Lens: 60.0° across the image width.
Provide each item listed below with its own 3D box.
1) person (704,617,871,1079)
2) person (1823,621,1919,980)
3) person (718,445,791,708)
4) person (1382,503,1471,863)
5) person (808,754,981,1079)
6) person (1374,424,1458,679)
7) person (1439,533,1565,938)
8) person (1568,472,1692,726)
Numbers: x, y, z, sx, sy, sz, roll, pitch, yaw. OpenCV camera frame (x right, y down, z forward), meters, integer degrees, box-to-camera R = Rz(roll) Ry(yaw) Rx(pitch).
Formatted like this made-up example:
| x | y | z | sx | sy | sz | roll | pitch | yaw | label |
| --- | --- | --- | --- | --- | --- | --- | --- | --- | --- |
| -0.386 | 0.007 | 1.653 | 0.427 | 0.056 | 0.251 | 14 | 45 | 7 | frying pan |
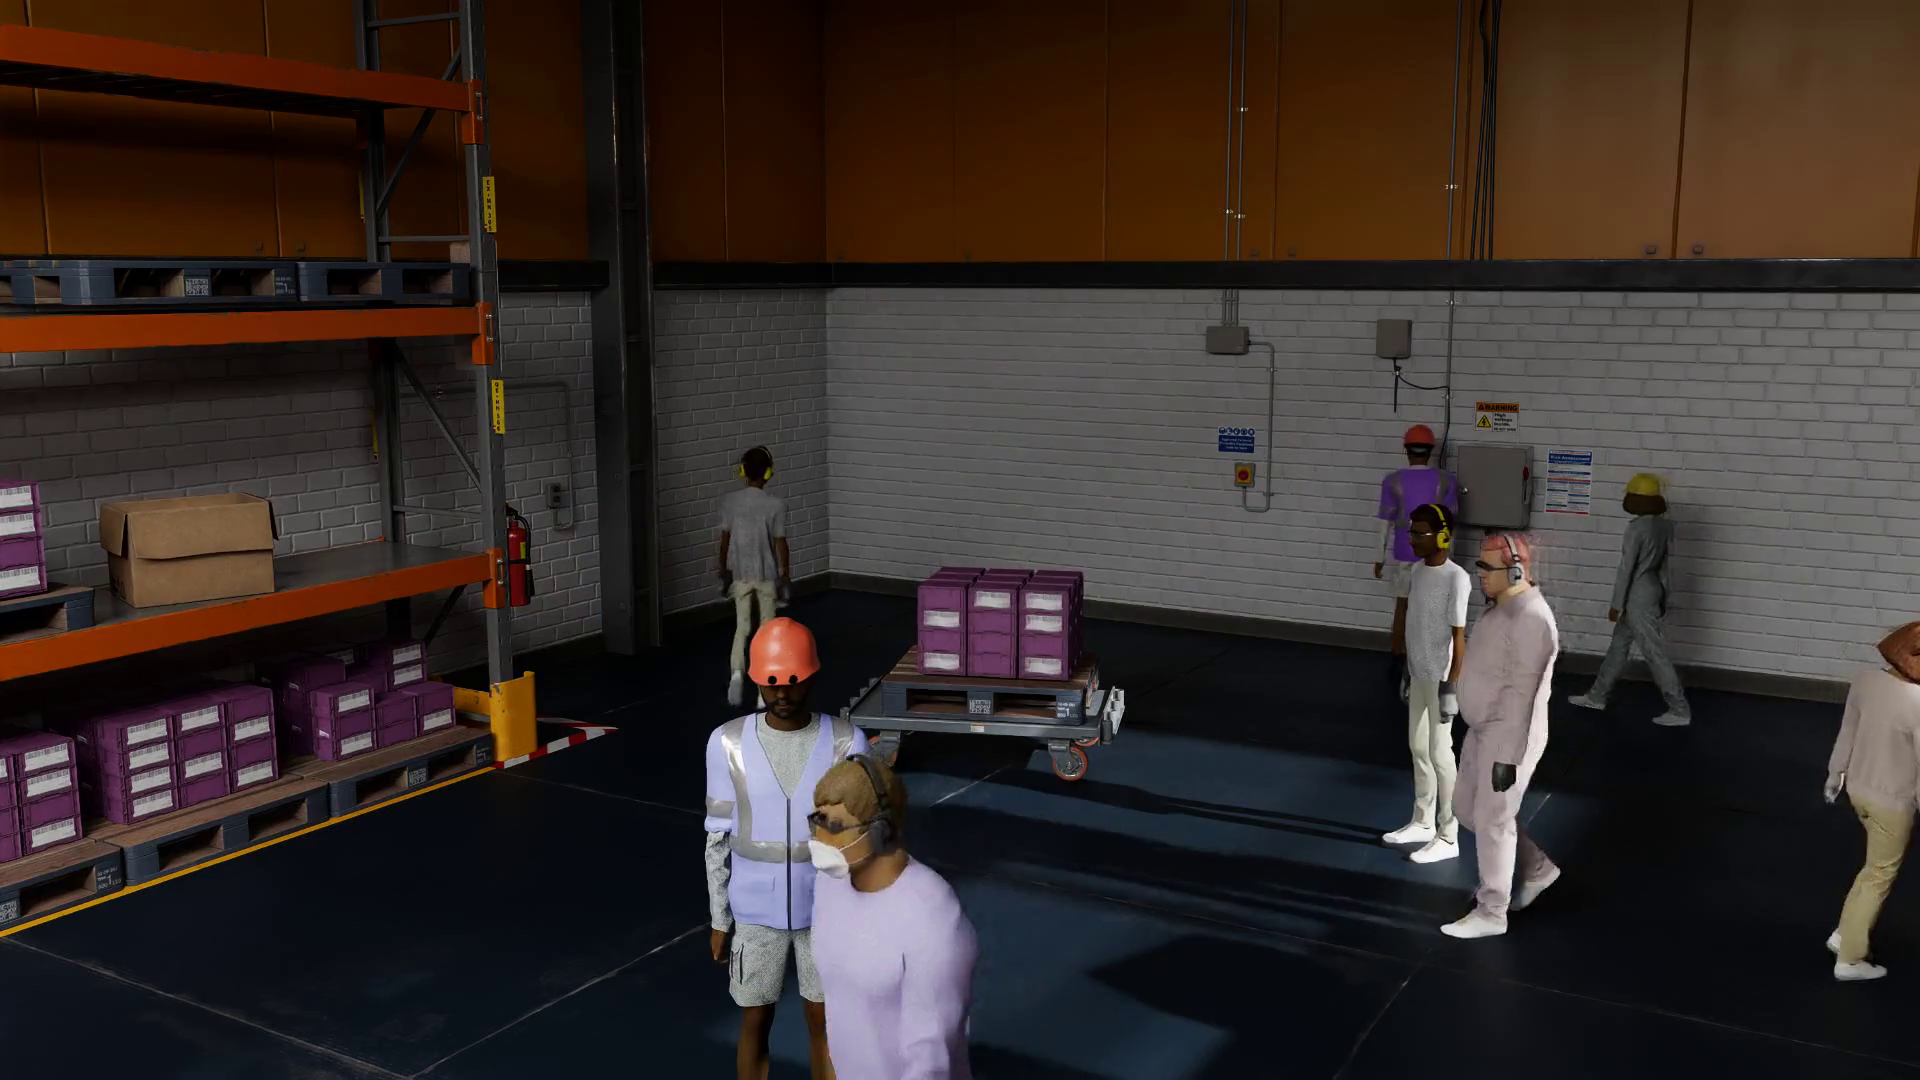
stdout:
| x | y | z | sx | sy | sz | roll | pitch | yaw | label |
| --- | --- | --- | --- | --- | --- | --- | --- | --- | --- |
| -0.557 | 1.201 | 5.446 | 0.545 | 1.938 | 0.361 | -1 | 9 | -6 | person |
| 3.942 | 1.109 | 7.048 | 0.410 | 1.602 | 0.557 | -1 | 9 | -9 | person |
| -1.431 | 0.276 | 11.490 | 0.537 | 1.851 | 0.531 | 1 | 9 | 9 | person |
| 2.436 | 0.729 | 8.642 | 0.317 | 1.860 | 0.510 | -2 | 9 | -14 | person |
| -0.247 | 1.457 | 3.998 | 0.985 | 1.893 | 0.656 | -7 | 11 | -36 | person |
| 3.427 | 0.110 | 12.341 | 0.692 | 1.909 | 0.559 | 3 | 10 | 18 | person |
| 2.491 | 0.894 | 7.551 | 0.489 | 1.882 | 0.649 | 0 | 9 | 1 | person |
| 4.608 | 0.388 | 11.269 | 0.886 | 1.697 | 0.499 | 9 | 13 | 44 | person |
